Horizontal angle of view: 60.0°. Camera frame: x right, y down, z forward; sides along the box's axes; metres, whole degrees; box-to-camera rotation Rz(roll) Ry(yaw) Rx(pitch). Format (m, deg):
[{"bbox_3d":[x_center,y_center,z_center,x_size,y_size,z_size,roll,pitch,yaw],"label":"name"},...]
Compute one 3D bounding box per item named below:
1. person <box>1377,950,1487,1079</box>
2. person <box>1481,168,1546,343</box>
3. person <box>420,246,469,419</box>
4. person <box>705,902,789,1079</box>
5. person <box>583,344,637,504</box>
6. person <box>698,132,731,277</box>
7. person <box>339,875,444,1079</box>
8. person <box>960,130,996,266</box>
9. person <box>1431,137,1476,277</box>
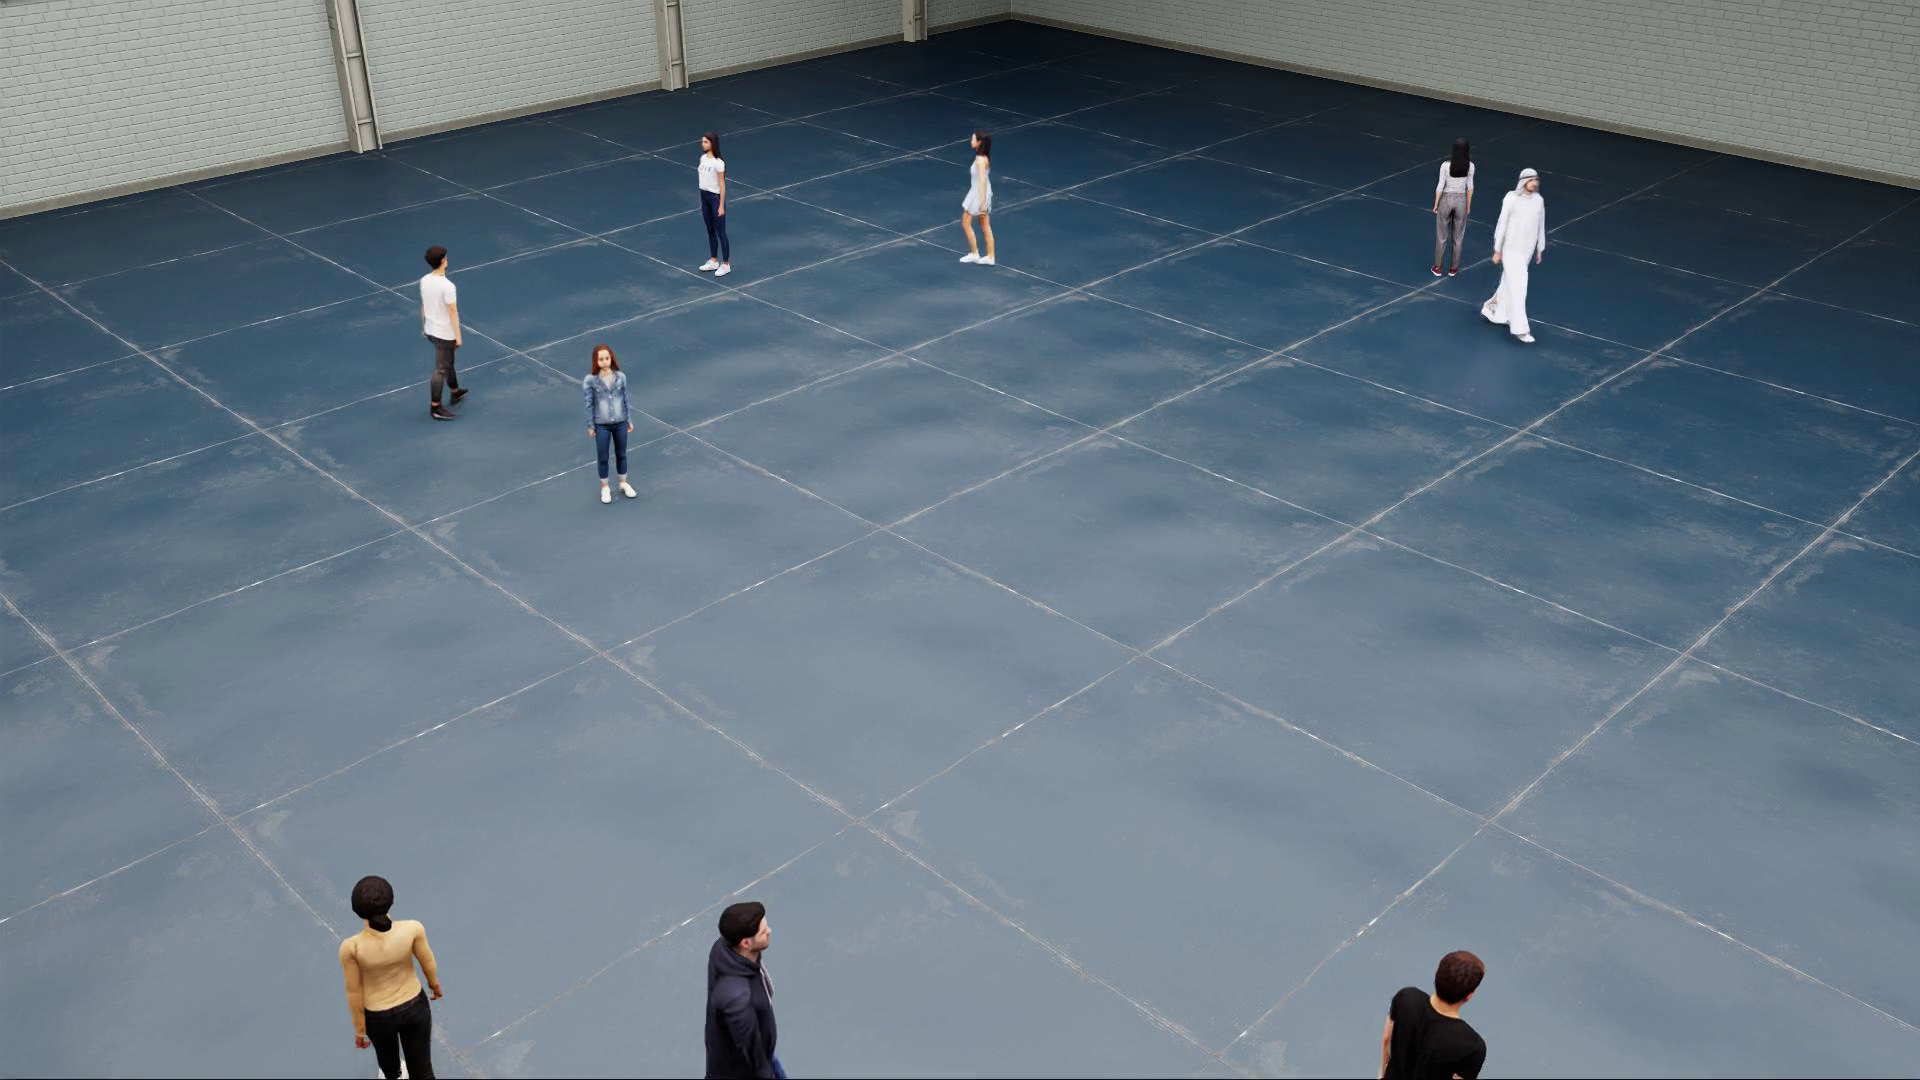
[{"bbox_3d":[2.071,2.675,7.723,0.663,1.838,0.981,25,37,38],"label":"person"},{"bbox_3d":[6.263,-3.270,18.848,1.296,1.874,1.115,-9,29,-17],"label":"person"},{"bbox_3d":[-5.293,-2.096,16.846,0.818,1.684,0.701,-24,36,-37],"label":"person"},{"bbox_3d":[-1.158,2.538,7.988,1.308,1.830,1.171,-4,28,-7],"label":"person"},{"bbox_3d":[-3.195,-1.079,15.155,0.534,1.477,0.679,-14,31,-24],"label":"person"},{"bbox_3d":[-3.057,-4.192,20.685,0.586,1.775,0.515,23,36,37],"label":"person"},{"bbox_3d":[-2.822,2.447,8.385,1.068,1.619,0.918,-12,30,-21],"label":"person"},{"bbox_3d":[0.348,-4.298,20.949,0.818,1.714,0.760,3,28,5],"label":"person"},{"bbox_3d":[6.111,-4.134,20.621,0.682,1.732,0.709,4,28,8],"label":"person"}]
